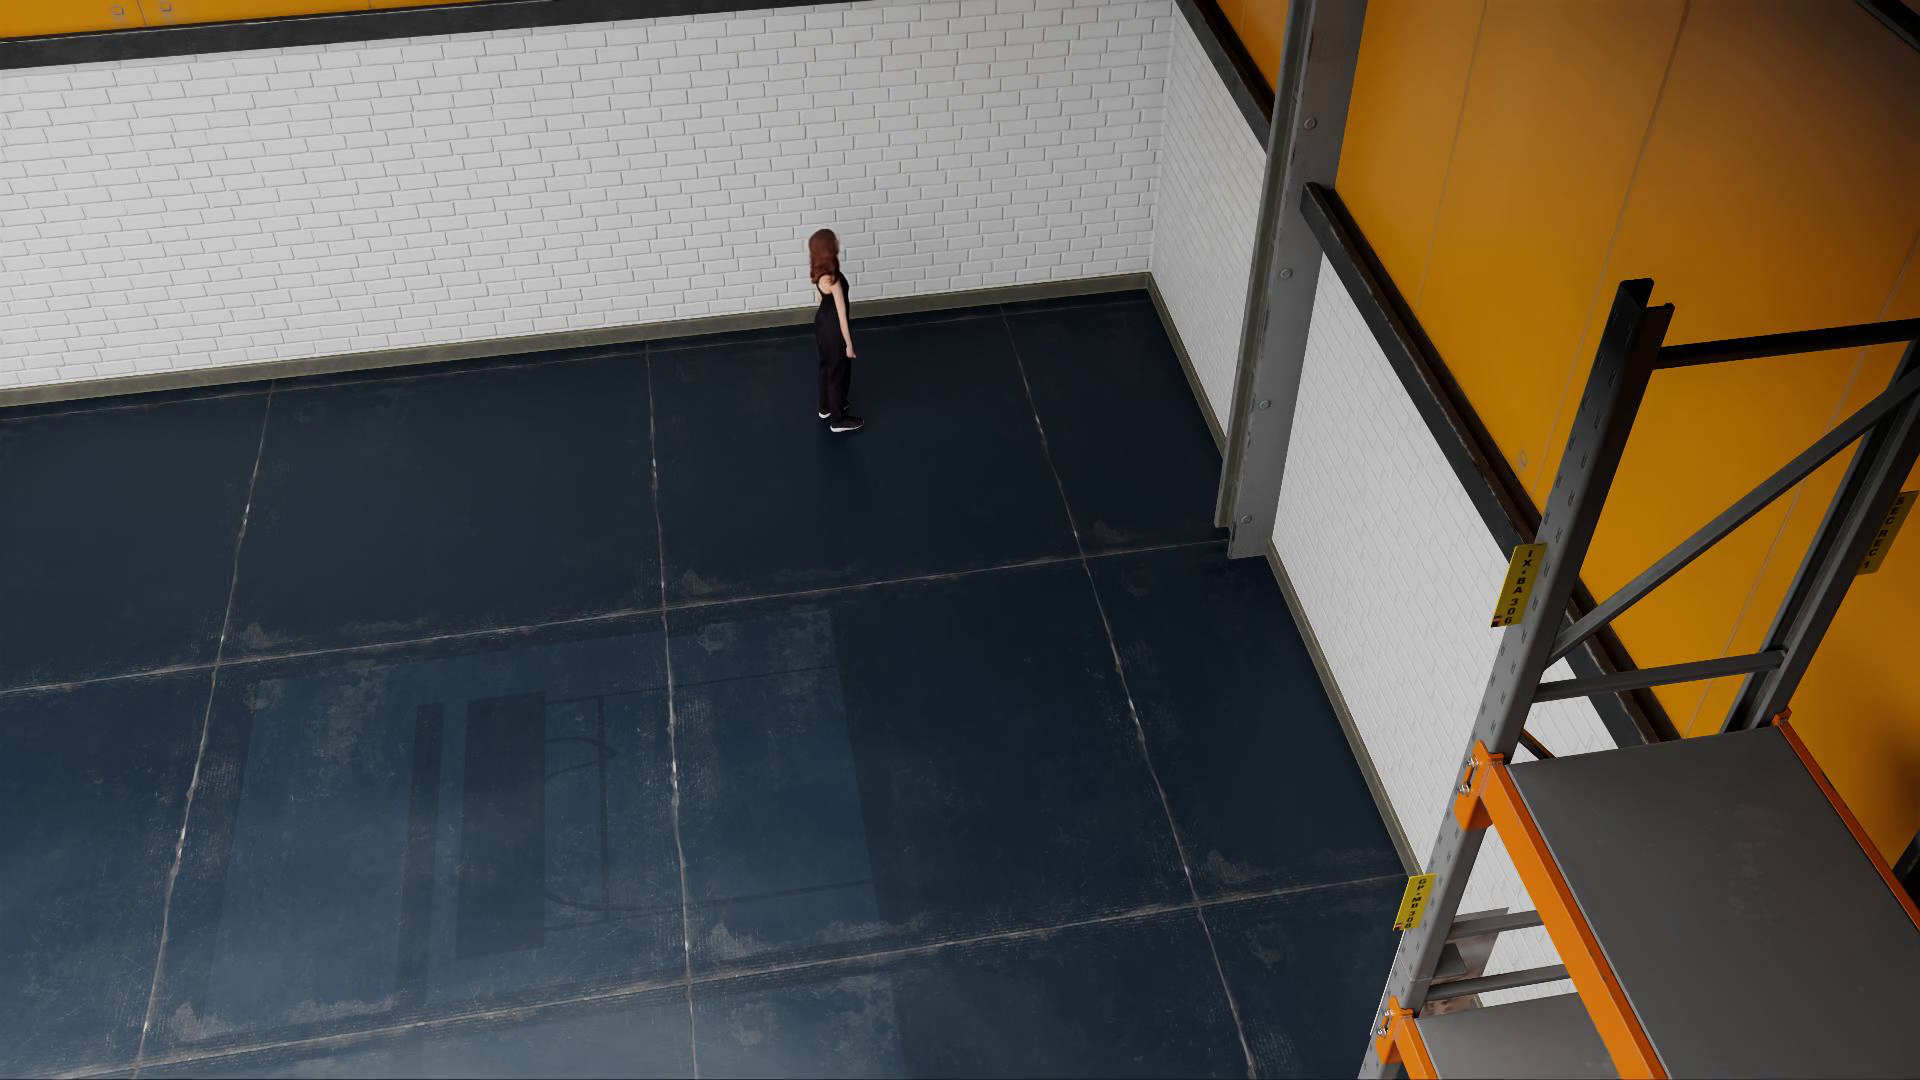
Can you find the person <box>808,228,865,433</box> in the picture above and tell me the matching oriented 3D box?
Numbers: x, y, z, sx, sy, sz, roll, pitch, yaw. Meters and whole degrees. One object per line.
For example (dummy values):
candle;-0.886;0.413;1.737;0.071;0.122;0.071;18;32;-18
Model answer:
person;-0.971;-1.584;12.508;0.694;1.747;0.557;-19;47;-19
